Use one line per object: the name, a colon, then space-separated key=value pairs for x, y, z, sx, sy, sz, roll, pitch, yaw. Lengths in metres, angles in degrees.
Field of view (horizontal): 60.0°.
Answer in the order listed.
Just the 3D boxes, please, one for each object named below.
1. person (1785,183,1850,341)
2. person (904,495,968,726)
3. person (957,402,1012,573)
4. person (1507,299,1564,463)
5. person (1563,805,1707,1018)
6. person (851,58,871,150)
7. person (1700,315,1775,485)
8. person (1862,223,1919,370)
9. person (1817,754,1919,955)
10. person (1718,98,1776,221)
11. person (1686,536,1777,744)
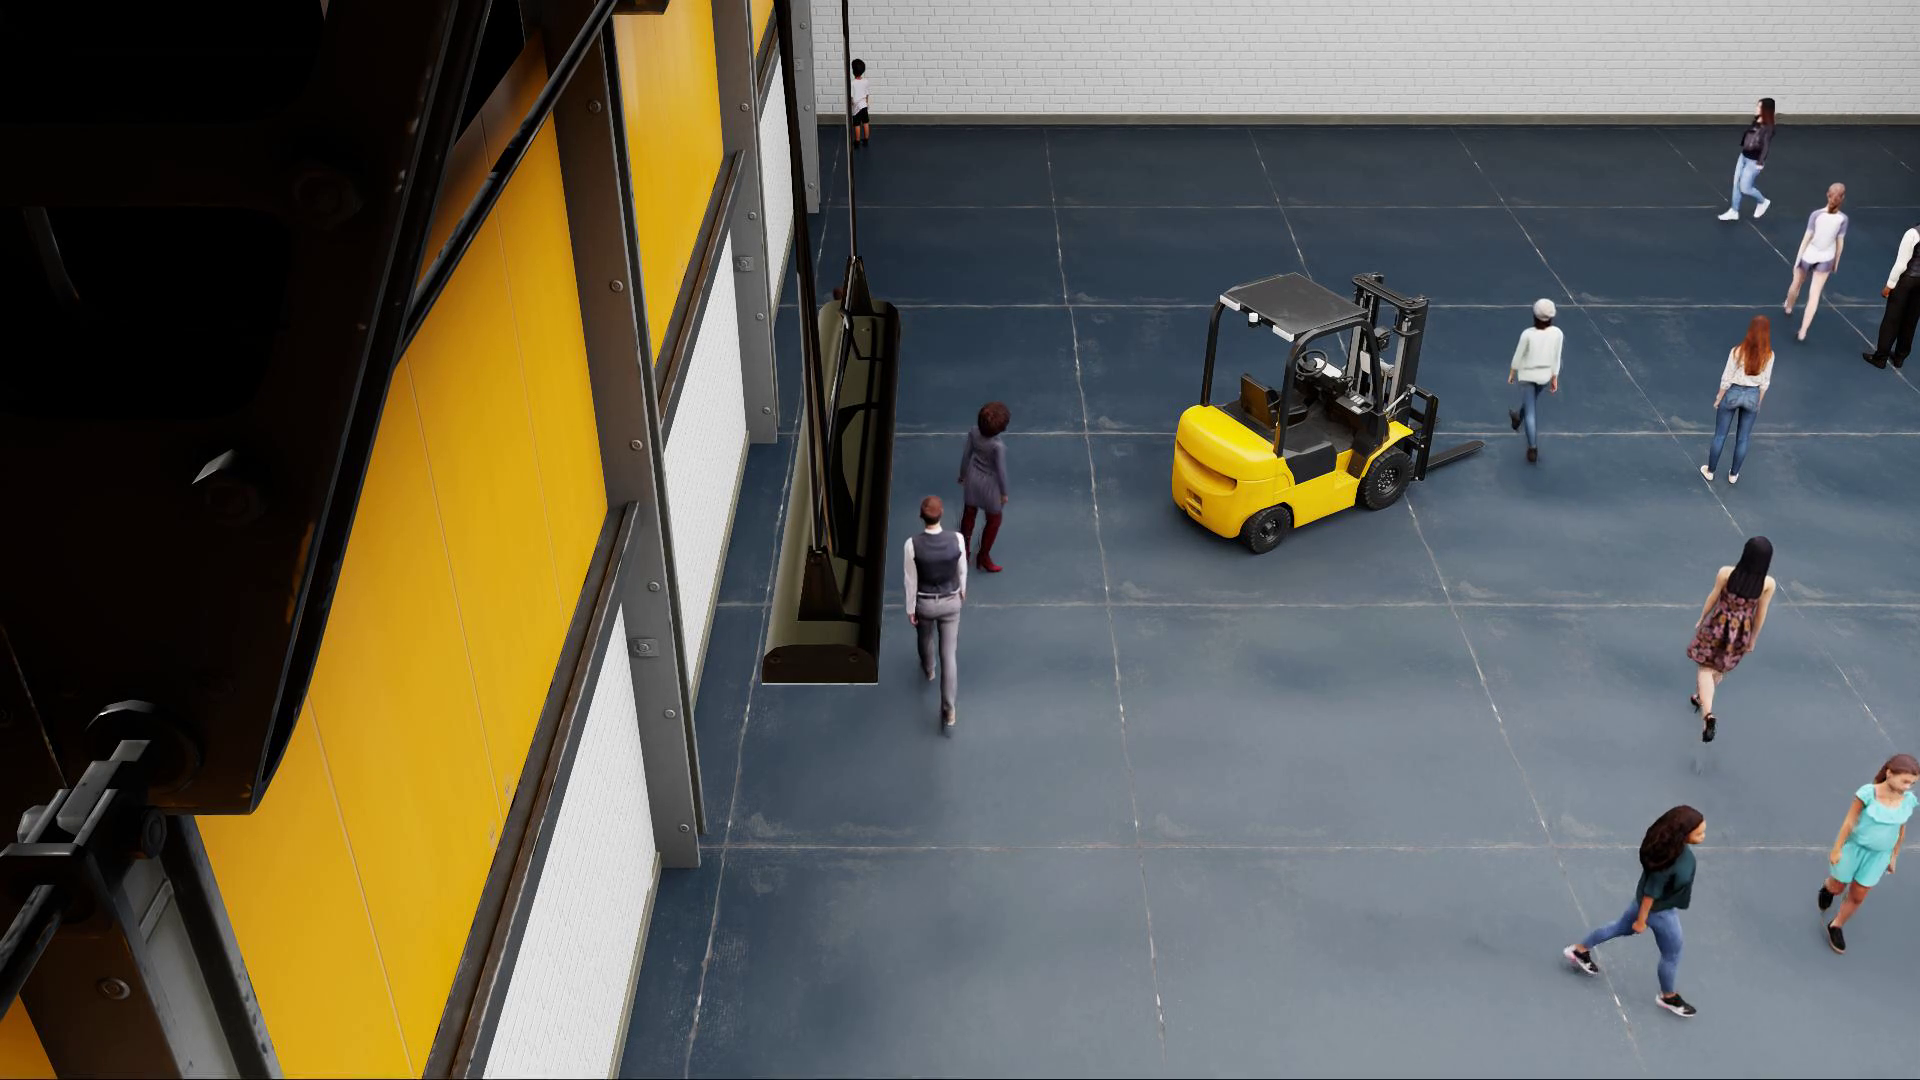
person: x=9.490 y=-3.051 z=18.438 sx=0.912 sy=1.715 sz=1.220 roll=13 pitch=36 yaw=19
person: x=-0.156 y=0.540 z=12.856 sx=0.673 sy=1.913 sz=1.208 roll=-2 pitch=34 yaw=-2
person: x=0.151 y=-0.477 z=14.582 sx=0.765 sy=1.696 sz=0.811 roll=18 pitch=38 yaw=25
person: x=5.635 y=-1.534 z=16.260 sx=0.592 sy=1.599 sz=1.090 roll=1 pitch=34 yaw=1
person: x=4.324 y=2.279 z=10.546 sx=1.004 sy=1.574 sz=1.104 roll=17 pitch=37 yaw=24
person: x=-1.424 y=-6.184 z=23.560 sx=0.579 sy=1.261 sz=0.627 roll=-22 pitch=39 yaw=-29
person: x=7.441 y=-1.337 z=15.849 sx=0.628 sy=1.727 sz=0.592 roll=9 pitch=35 yaw=14
person: x=10.188 y=-2.751 z=17.802 sx=0.703 sy=1.919 sz=0.598 roll=-3 pitch=34 yaw=-4
person: x=5.977 y=2.008 z=10.984 sx=0.661 sy=1.541 sz=0.822 roll=10 pitch=35 yaw=14
person: x=10.166 y=-4.841 z=21.212 sx=0.705 sy=1.625 sz=0.734 roll=-1 pitch=34 yaw=-2
person: x=5.832 y=0.774 z=12.652 sx=0.824 sy=1.749 sz=1.151 roll=9 pitch=35 yaw=13
